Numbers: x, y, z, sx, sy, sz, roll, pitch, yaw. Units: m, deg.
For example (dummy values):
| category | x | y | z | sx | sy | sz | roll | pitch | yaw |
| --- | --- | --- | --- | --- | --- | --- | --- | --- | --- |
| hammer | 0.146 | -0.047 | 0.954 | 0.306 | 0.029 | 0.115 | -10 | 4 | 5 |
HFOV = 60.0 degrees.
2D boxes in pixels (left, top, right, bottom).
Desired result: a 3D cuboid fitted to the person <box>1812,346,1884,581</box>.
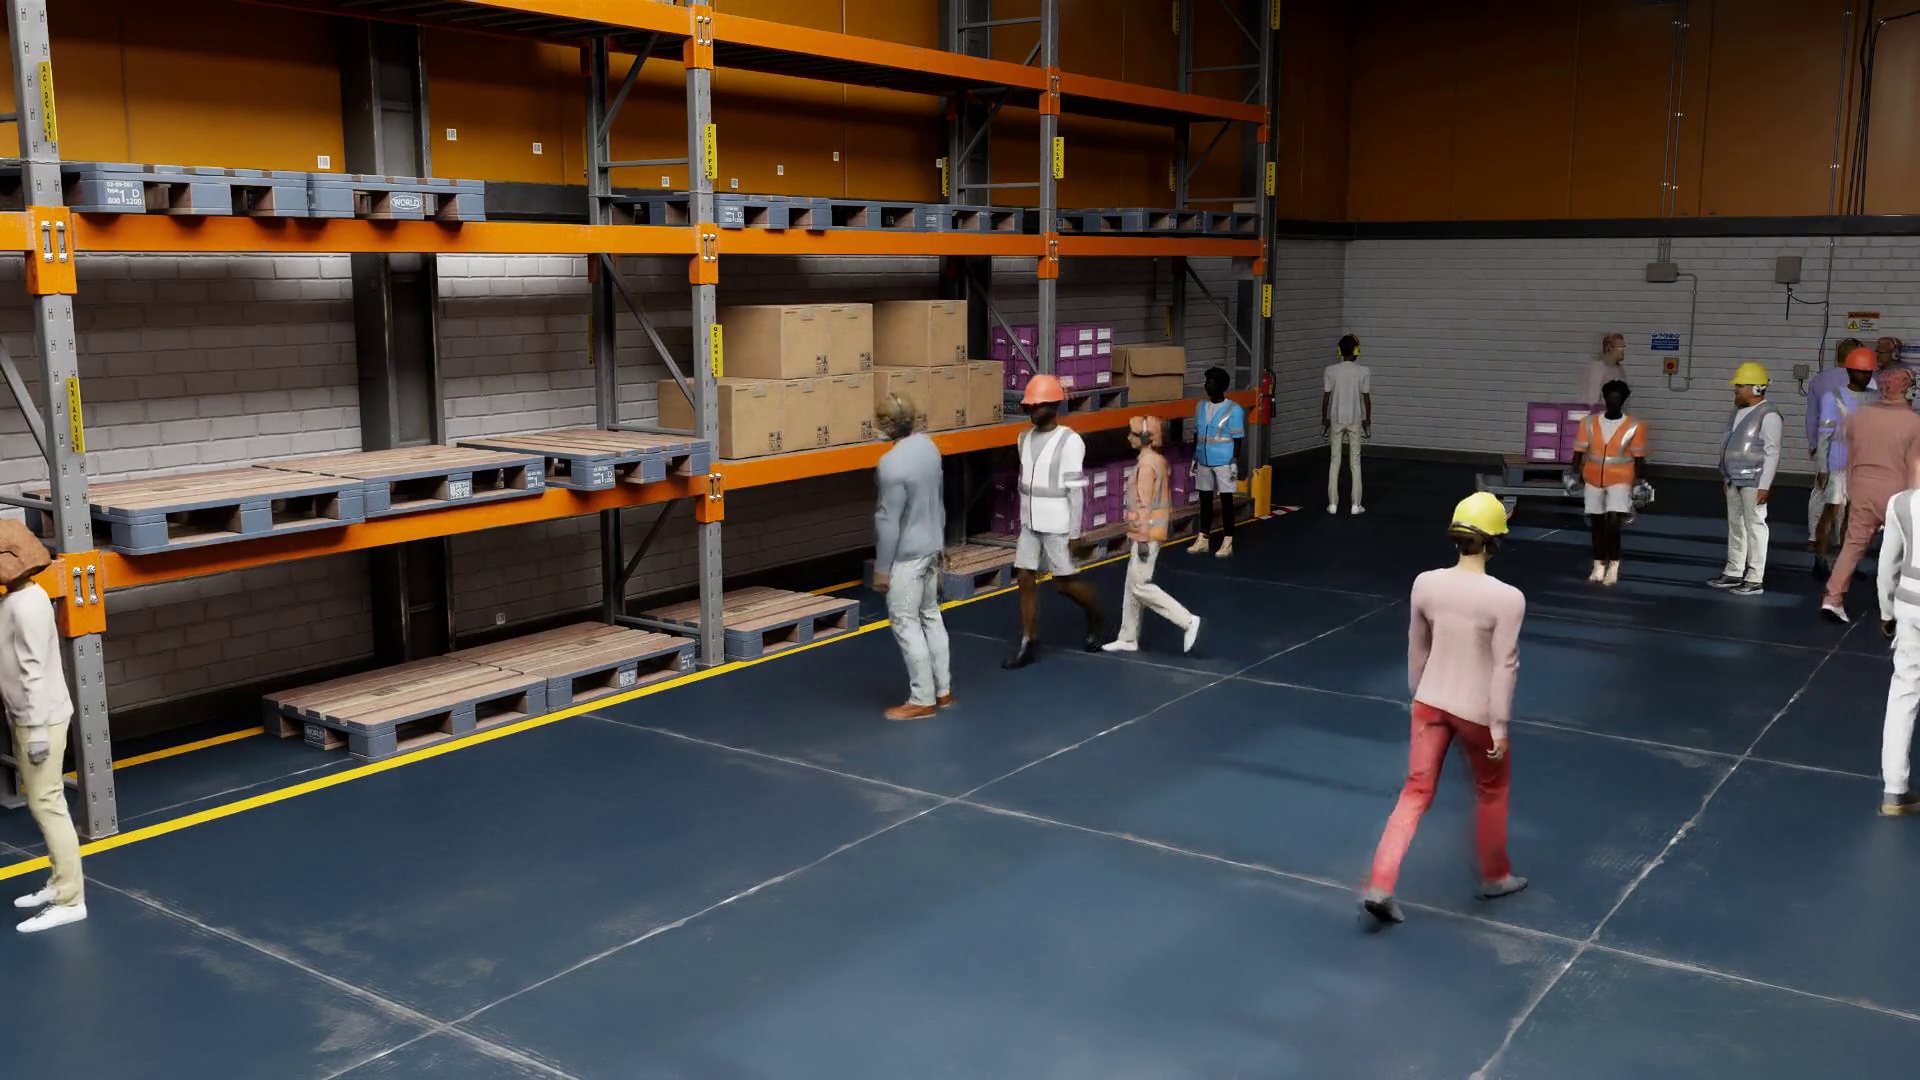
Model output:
| category | x | y | z | sx | sy | sz | roll | pitch | yaw |
| --- | --- | --- | --- | --- | --- | --- | --- | --- | --- |
| person | 7.309 | -0.620 | 13.640 | 0.551 | 1.935 | 0.372 | -2 | 10 | -9 |

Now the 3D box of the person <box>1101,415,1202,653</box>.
| category | x | y | z | sx | sy | sz | roll | pitch | yaw |
| --- | --- | --- | --- | --- | --- | --- | --- | --- | --- |
| person | 1.269 | -0.021 | 11.007 | 0.632 | 1.622 | 0.537 | 2 | 10 | 11 |

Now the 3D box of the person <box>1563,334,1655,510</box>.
| category | x | y | z | sx | sy | sz | roll | pitch | yaw |
| --- | --- | --- | --- | --- | --- | --- | --- | --- | --- |
| person | 6.912 | -1.256 | 17.668 | 0.997 | 1.859 | 0.654 | 7 | 12 | 36 |

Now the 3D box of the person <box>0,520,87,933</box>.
| category | x | y | z | sx | sy | sz | roll | pitch | yaw |
| --- | --- | --- | --- | --- | --- | --- | --- | --- | --- |
| person | -3.670 | 0.724 | 6.577 | 0.286 | 1.624 | 0.497 | -7 | 12 | -35 |

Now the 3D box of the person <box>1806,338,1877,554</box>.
| category | x | y | z | sx | sy | sz | roll | pitch | yaw |
| --- | --- | --- | --- | --- | --- | --- | --- | --- | --- |
| person | 7.909 | -0.839 | 14.940 | 0.354 | 1.938 | 0.636 | -5 | 11 | -28 |

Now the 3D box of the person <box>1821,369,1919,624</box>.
| category | x | y | z | sx | sy | sz | roll | pitch | yaw |
| --- | --- | --- | --- | --- | --- | --- | --- | --- | --- |
| person | 6.654 | -0.308 | 12.025 | 0.972 | 1.866 | 0.654 | -5 | 11 | -28 |

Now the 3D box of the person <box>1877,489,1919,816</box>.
| category | x | y | z | sx | sy | sz | roll | pitch | yaw |
| --- | --- | --- | --- | --- | --- | --- | --- | --- | --- |
| person | 4.737 | 0.376 | 8.019 | 0.971 | 1.829 | 0.603 | -9 | 13 | -42 |

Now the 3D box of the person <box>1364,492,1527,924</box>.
| category | x | y | z | sx | sy | sz | roll | pitch | yaw |
| --- | --- | --- | --- | --- | --- | --- | --- | --- | --- |
| person | 1.958 | 0.667 | 6.628 | 0.920 | 1.722 | 0.534 | -8 | 13 | -41 |

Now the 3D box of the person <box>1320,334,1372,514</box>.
| category | x | y | z | sx | sy | sz | roll | pitch | yaw |
| --- | --- | --- | --- | --- | --- | --- | --- | --- | --- |
| person | 4.014 | -1.198 | 17.299 | 0.518 | 1.865 | 0.323 | 3 | 10 | 18 |

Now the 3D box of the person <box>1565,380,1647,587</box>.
| category | x | y | z | sx | sy | sz | roll | pitch | yaw |
| --- | --- | --- | --- | --- | --- | --- | --- | --- | --- |
| person | 5.207 | -0.453 | 13.428 | 0.545 | 1.678 | 0.558 | 8 | 12 | 39 |

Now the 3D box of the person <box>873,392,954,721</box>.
| category | x | y | z | sx | sy | sz | roll | pitch | yaw |
| --- | --- | --- | --- | --- | --- | --- | --- | --- | --- |
| person | -0.257 | 0.094 | 9.532 | 0.346 | 1.908 | 0.773 | 4 | 10 | 24 |

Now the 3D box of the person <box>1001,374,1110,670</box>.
| category | x | y | z | sx | sy | sz | roll | pitch | yaw |
| --- | --- | --- | --- | --- | --- | --- | --- | --- | --- |
| person | 0.630 | -0.130 | 10.824 | 0.817 | 1.917 | 0.548 | -9 | 13 | -43 |

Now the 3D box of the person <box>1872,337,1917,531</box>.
| category | x | y | z | sx | sy | sz | roll | pitch | yaw |
| --- | --- | --- | --- | --- | --- | --- | --- | --- | --- |
| person | 8.975 | -1.029 | 16.205 | 0.416 | 1.897 | 0.677 | 0 | 10 | 3 |

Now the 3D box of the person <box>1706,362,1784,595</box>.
| category | x | y | z | sx | sy | sz | roll | pitch | yaw |
| --- | --- | --- | --- | --- | --- | --- | --- | --- | --- |
| person | 6.212 | -0.485 | 13.146 | 0.403 | 1.832 | 0.593 | -1 | 10 | -4 |

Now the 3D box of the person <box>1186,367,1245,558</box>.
| category | x | y | z | sx | sy | sz | roll | pitch | yaw |
| --- | --- | --- | --- | --- | --- | --- | --- | --- | --- |
| person | 2.273 | -0.692 | 14.787 | 0.321 | 1.694 | 0.529 | -9 | 13 | -43 |
